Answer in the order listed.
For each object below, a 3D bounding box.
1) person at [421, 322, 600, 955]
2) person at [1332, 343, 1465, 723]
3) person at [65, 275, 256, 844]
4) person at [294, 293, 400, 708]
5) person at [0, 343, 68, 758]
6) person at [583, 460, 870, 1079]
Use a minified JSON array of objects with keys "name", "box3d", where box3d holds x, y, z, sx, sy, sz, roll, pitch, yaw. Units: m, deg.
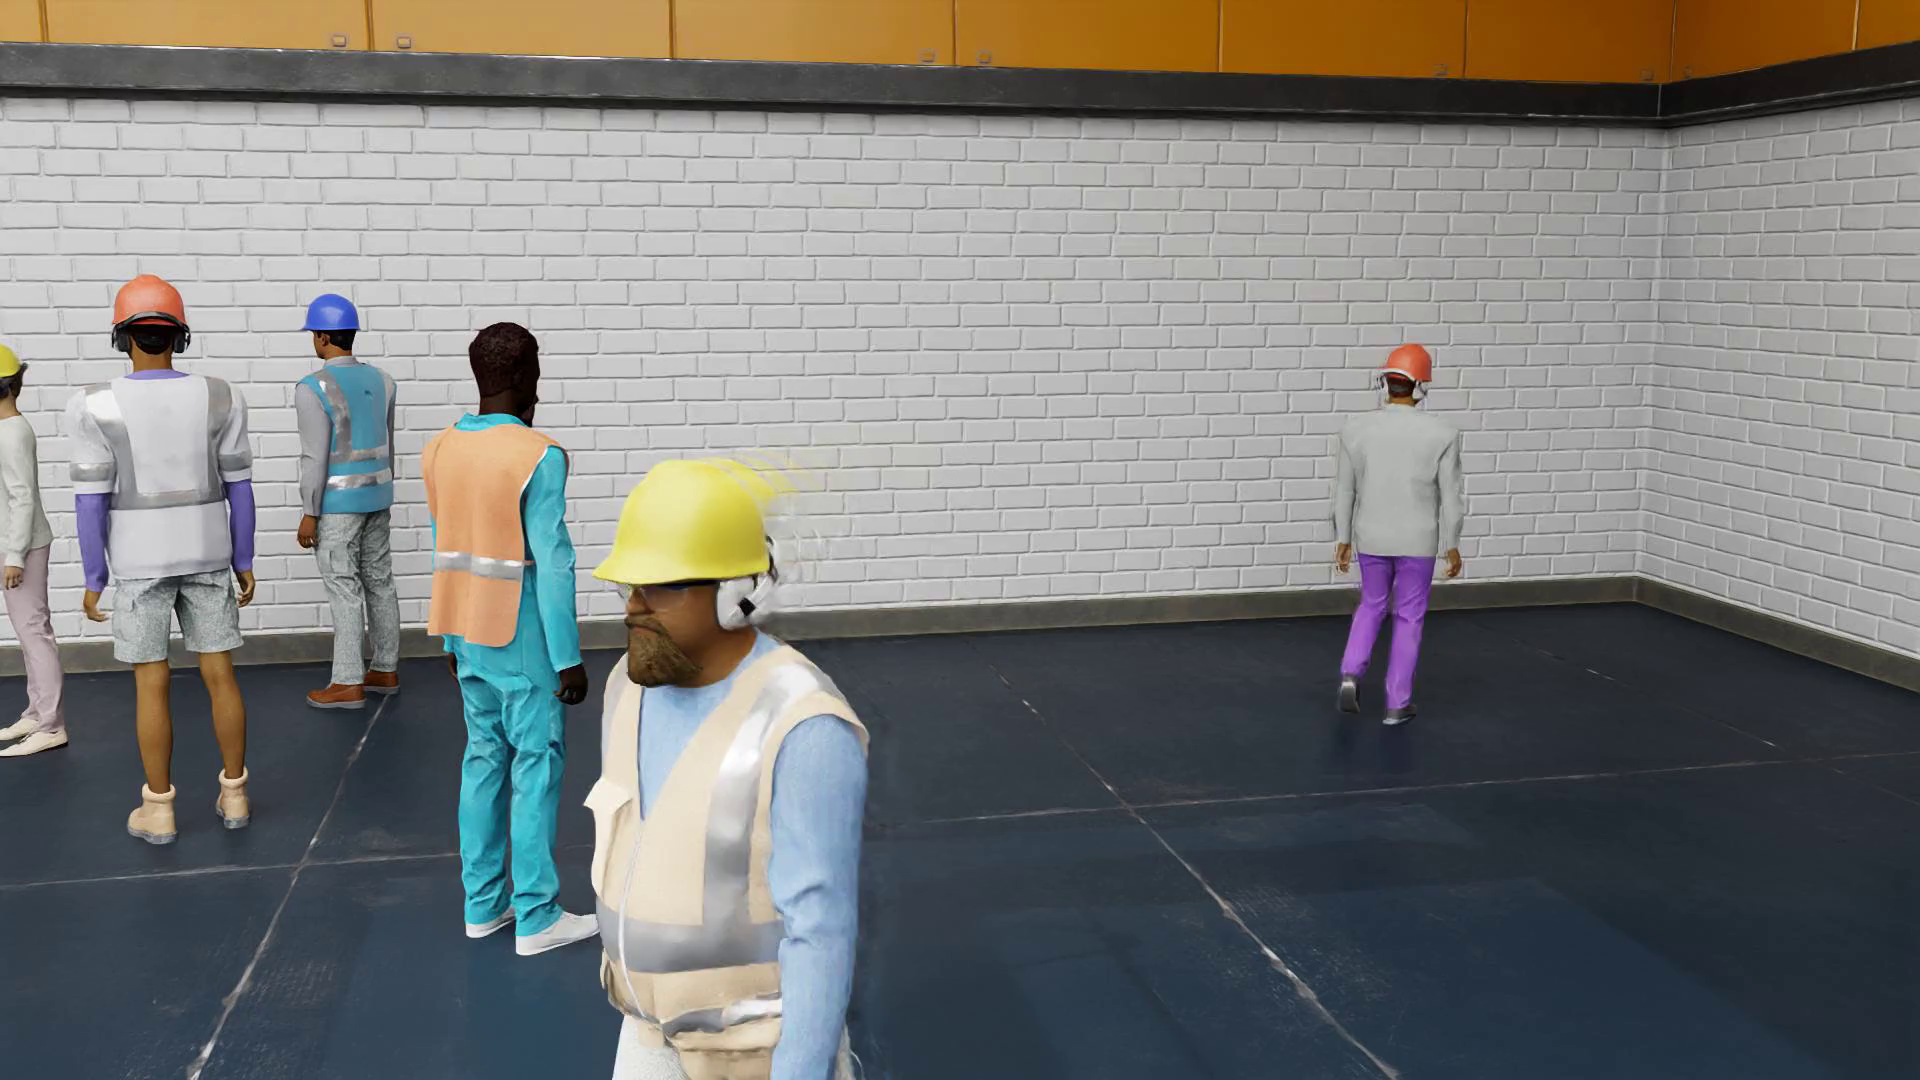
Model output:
[{"name":"person","box3d":[-1.385,0.302,5.042,0.599,1.908,0.401,7,12,36]},{"name":"person","box3d":[1.971,-0.018,7.511,0.568,1.734,0.424,7,11,36]},{"name":"person","box3d":[-2.866,0.074,6.020,0.605,2.044,0.374,-7,12,-38]},{"name":"person","box3d":[-2.896,-0.181,7.861,0.391,1.948,0.605,3,10,18]},{"name":"person","box3d":[-4.047,0.037,7.095,0.316,1.767,0.522,-6,11,-33]},{"name":"person","box3d":[-0.354,0.746,2.738,0.611,1.785,0.941,9,13,42]}]
